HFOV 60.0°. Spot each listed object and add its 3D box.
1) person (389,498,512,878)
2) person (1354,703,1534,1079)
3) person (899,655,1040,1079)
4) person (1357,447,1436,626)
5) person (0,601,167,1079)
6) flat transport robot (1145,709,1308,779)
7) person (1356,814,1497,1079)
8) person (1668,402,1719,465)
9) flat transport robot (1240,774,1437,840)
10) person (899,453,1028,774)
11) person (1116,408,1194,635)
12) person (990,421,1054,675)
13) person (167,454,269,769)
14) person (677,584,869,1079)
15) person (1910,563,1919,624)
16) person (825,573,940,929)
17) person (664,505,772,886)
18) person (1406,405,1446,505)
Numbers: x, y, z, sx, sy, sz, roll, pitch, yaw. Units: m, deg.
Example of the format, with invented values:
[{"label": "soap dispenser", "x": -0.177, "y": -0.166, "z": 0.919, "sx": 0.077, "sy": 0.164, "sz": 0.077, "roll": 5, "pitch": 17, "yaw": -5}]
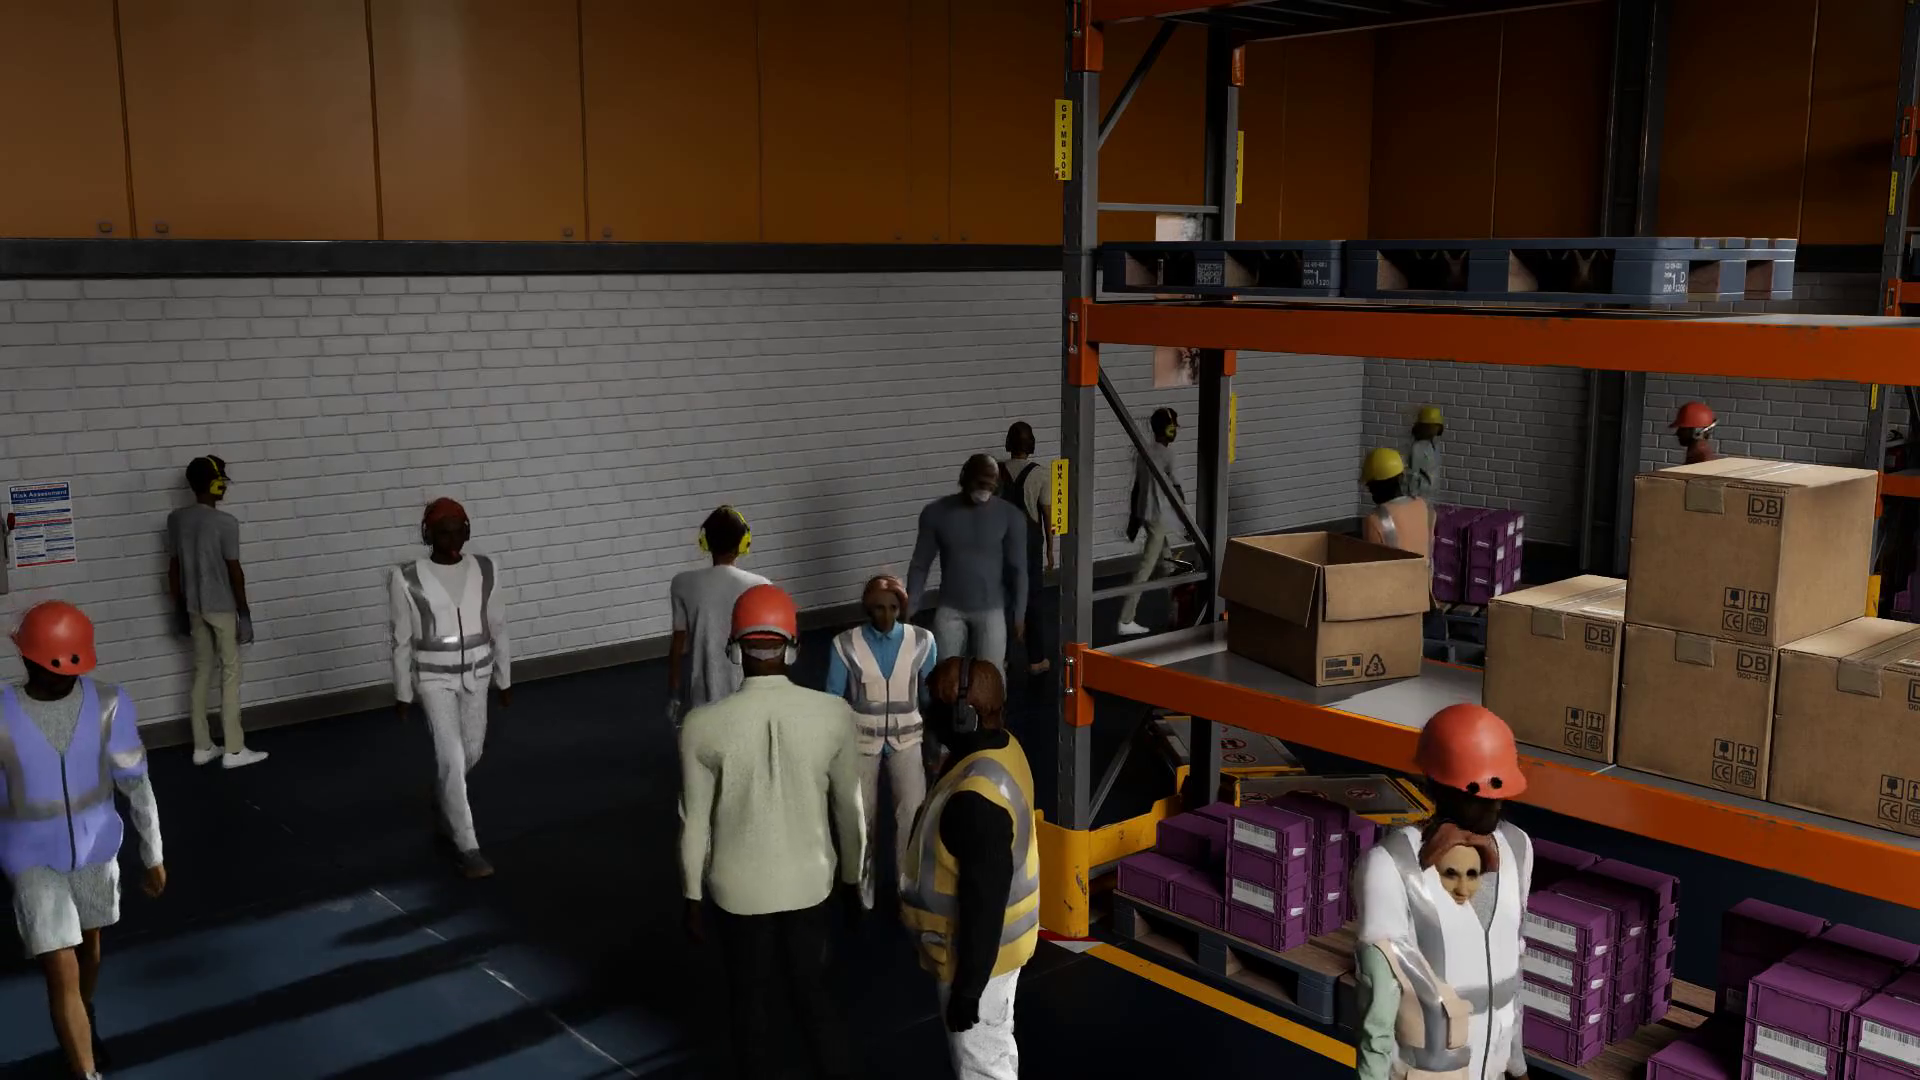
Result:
[{"label": "person", "x": -2.575, "y": 0.693, "z": 8.372, "sx": 0.579, "sy": 1.858, "sz": 0.866, "roll": -8, "pitch": 12, "yaw": -38}, {"label": "person", "x": 1.250, "y": 1.350, "z": 4.347, "sx": 0.578, "sy": 1.934, "sz": 0.500, "roll": -5, "pitch": 11, "yaw": -26}, {"label": "person", "x": 0.030, "y": 1.255, "z": 5.113, "sx": 0.430, "sy": 1.844, "sz": 0.624, "roll": 1, "pitch": 10, "yaw": 4}, {"label": "person", "x": 2.694, "y": 0.382, "z": 10.068, "sx": 0.628, "sy": 1.892, "sz": 0.626, "roll": -5, "pitch": 11, "yaw": -29}, {"label": "person", "x": -3.133, "y": 1.120, "z": 5.868, "sx": 0.578, "sy": 1.848, "sz": 1.066, "roll": -9, "pitch": 13, "yaw": -42}, {"label": "flat transport robot", "x": 1.532, "y": 1.256, "z": 9.698, "sx": 0.652, "sy": 0.197, "sz": 1.431, "roll": -1, "pitch": 10, "yaw": -4}, {"label": "person", "x": 1.215, "y": 1.493, "z": 4.320, "sx": 0.523, "sy": 1.636, "sz": 0.310, "roll": -6, "pitch": 12, "yaw": -33}, {"label": "person", "x": 5.285, "y": -0.005, "z": 12.046, "sx": 0.402, "sy": 1.990, "sz": 0.622, "roll": 3, "pitch": 10, "yaw": 15}, {"label": "flat transport robot", "x": 1.890, "y": 1.426, "z": 8.704, "sx": 1.431, "sy": 0.197, "sz": 0.652, "roll": -1, "pitch": 10, "yaw": -5}, {"label": "person", "x": 0.037, "y": 0.412, "z": 9.858, "sx": 0.760, "sy": 1.914, "sz": 0.543, "roll": 2, "pitch": 10, "yaw": 13}, {"label": "person", "x": 1.657, "y": -0.148, "z": 13.433, "sx": 0.975, "sy": 1.811, "sz": 0.506, "roll": -4, "pitch": 11, "yaw": -23}, {"label": "person", "x": 0.430, "y": 0.061, "z": 12.093, "sx": 0.517, "sy": 1.843, "sz": 0.326, "roll": 3, "pitch": 10, "yaw": 15}, {"label": "person", "x": -4.439, "y": 0.427, "z": 9.897, "sx": 0.533, "sy": 1.864, "sz": 0.309, "roll": 3, "pitch": 10, "yaw": 17}, {"label": "person", "x": -0.588, "y": 1.141, "z": 5.453, "sx": 0.629, "sy": 1.966, "sz": 0.743, "roll": -3, "pitch": 10, "yaw": -18}, {"label": "person", "x": 4.710, "y": 0.724, "z": 7.939, "sx": 0.635, "sy": 1.938, "sz": 0.359, "roll": -9, "pitch": 13, "yaw": -43}, {"label": "person", "x": -0.340, "y": 0.962, "z": 7.497, "sx": 0.552, "sy": 1.606, "sz": 0.787, "roll": -2, "pitch": 10, "yaw": -9}, {"label": "person", "x": -1.148, "y": 0.767, "z": 7.963, "sx": 0.556, "sy": 1.849, "sz": 0.578, "roll": -2, "pitch": 10, "yaw": -9}, {"label": "person", "x": 4.065, "y": -0.352, "z": 14.840, "sx": 0.608, "sy": 1.728, "sz": 0.490, "roll": 7, "pitch": 12, "yaw": 36}]
